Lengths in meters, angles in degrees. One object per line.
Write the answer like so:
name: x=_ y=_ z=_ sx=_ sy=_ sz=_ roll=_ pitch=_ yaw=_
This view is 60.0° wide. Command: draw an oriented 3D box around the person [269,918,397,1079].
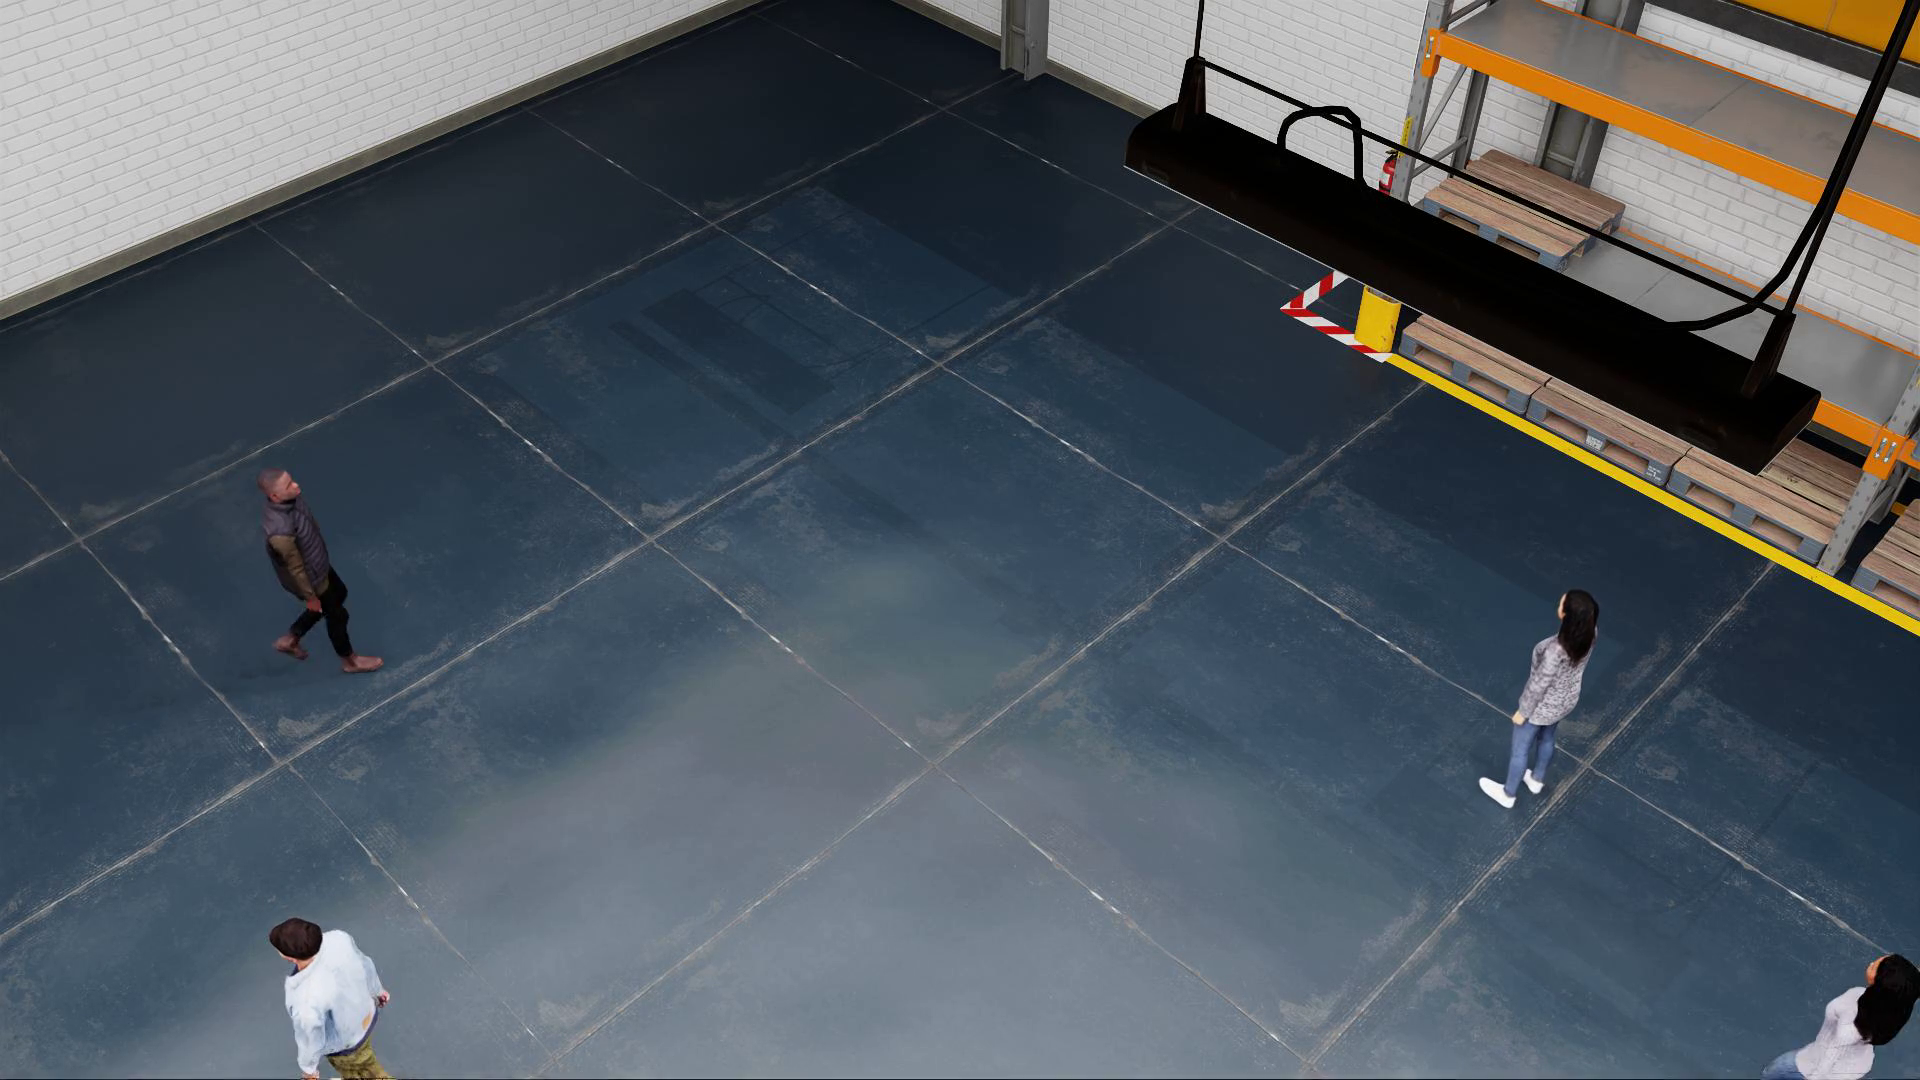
person: x=-3.023 y=2.485 z=8.421 sx=1.047 sy=1.790 sz=0.978 roll=2 pitch=44 yaw=3

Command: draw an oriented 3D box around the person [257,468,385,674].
person: x=-4.285 y=0.229 z=10.766 sx=1.017 sy=1.822 sz=0.998 roll=-10 pitch=44 yaw=-10

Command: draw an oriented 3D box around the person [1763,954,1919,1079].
person: x=4.410 y=2.679 z=8.265 sx=0.702 sy=1.723 sz=0.694 roll=-19 pitch=47 yaw=-19

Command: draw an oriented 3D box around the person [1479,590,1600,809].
person: x=3.562 y=0.968 z=10.057 sx=0.653 sy=1.731 sz=0.586 roll=-26 pitch=49 yaw=-25
